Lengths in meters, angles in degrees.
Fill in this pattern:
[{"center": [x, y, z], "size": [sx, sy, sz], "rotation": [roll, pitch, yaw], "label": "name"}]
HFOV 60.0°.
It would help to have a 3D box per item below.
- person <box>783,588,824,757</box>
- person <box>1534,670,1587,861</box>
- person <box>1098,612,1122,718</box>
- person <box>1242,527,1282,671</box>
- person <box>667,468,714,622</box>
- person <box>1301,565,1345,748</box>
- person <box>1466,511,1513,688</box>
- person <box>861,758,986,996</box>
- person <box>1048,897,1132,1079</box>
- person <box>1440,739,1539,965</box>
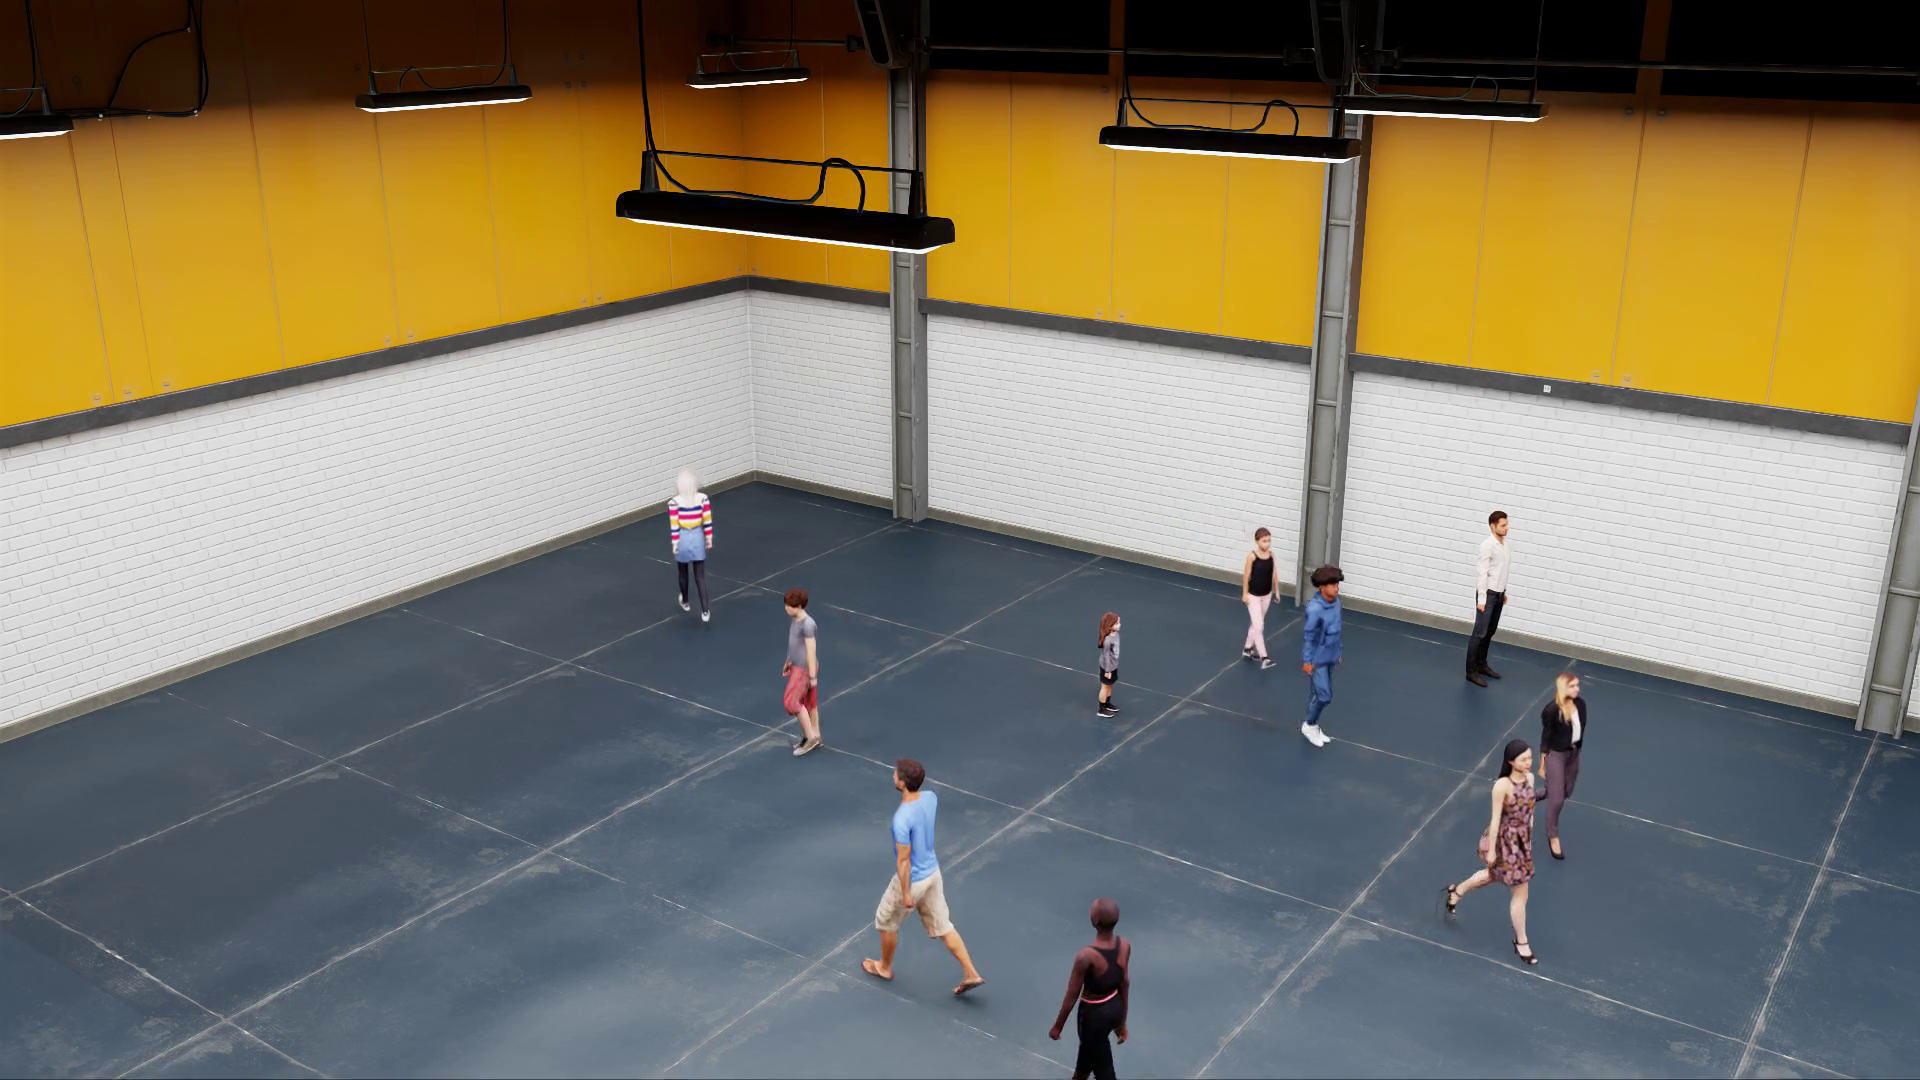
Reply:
[{"center": [-1.410, 1.234, 15.891], "size": [0.772, 1.635, 0.707], "rotation": [-7, 20, -20], "label": "person"}, {"center": [4.994, 1.851, 14.032], "size": [0.855, 1.653, 1.003], "rotation": [-8, 20, -24], "label": "person"}, {"center": [1.500, 1.228, 16.737], "size": [0.506, 1.107, 0.507], "rotation": [6, 20, 18], "label": "person"}, {"center": [3.187, 0.589, 17.955], "size": [0.827, 1.540, 1.012], "rotation": [-9, 21, -24], "label": "person"}, {"center": [-3.071, 0.092, 19.071], "size": [1.042, 1.770, 1.205], "rotation": [-7, 20, -19], "label": "person"}, {"center": [3.417, 1.089, 16.062], "size": [0.732, 1.801, 0.676], "rotation": [-18, 25, -42], "label": "person"}, {"center": [5.563, 0.584, 17.452], "size": [0.708, 1.870, 0.593], "rotation": [-18, 25, -42], "label": "person"}, {"center": [-0.229, 2.450, 11.963], "size": [1.236, 1.839, 0.657], "rotation": [14, 23, 36], "label": "person"}, {"center": [0.923, 3.071, 10.311], "size": [0.810, 1.716, 1.230], "rotation": [-15, 24, -38], "label": "person"}, {"center": [4.078, 2.299, 12.561], "size": [0.832, 1.742, 1.192], "rotation": [-14, 23, -36], "label": "person"}]
